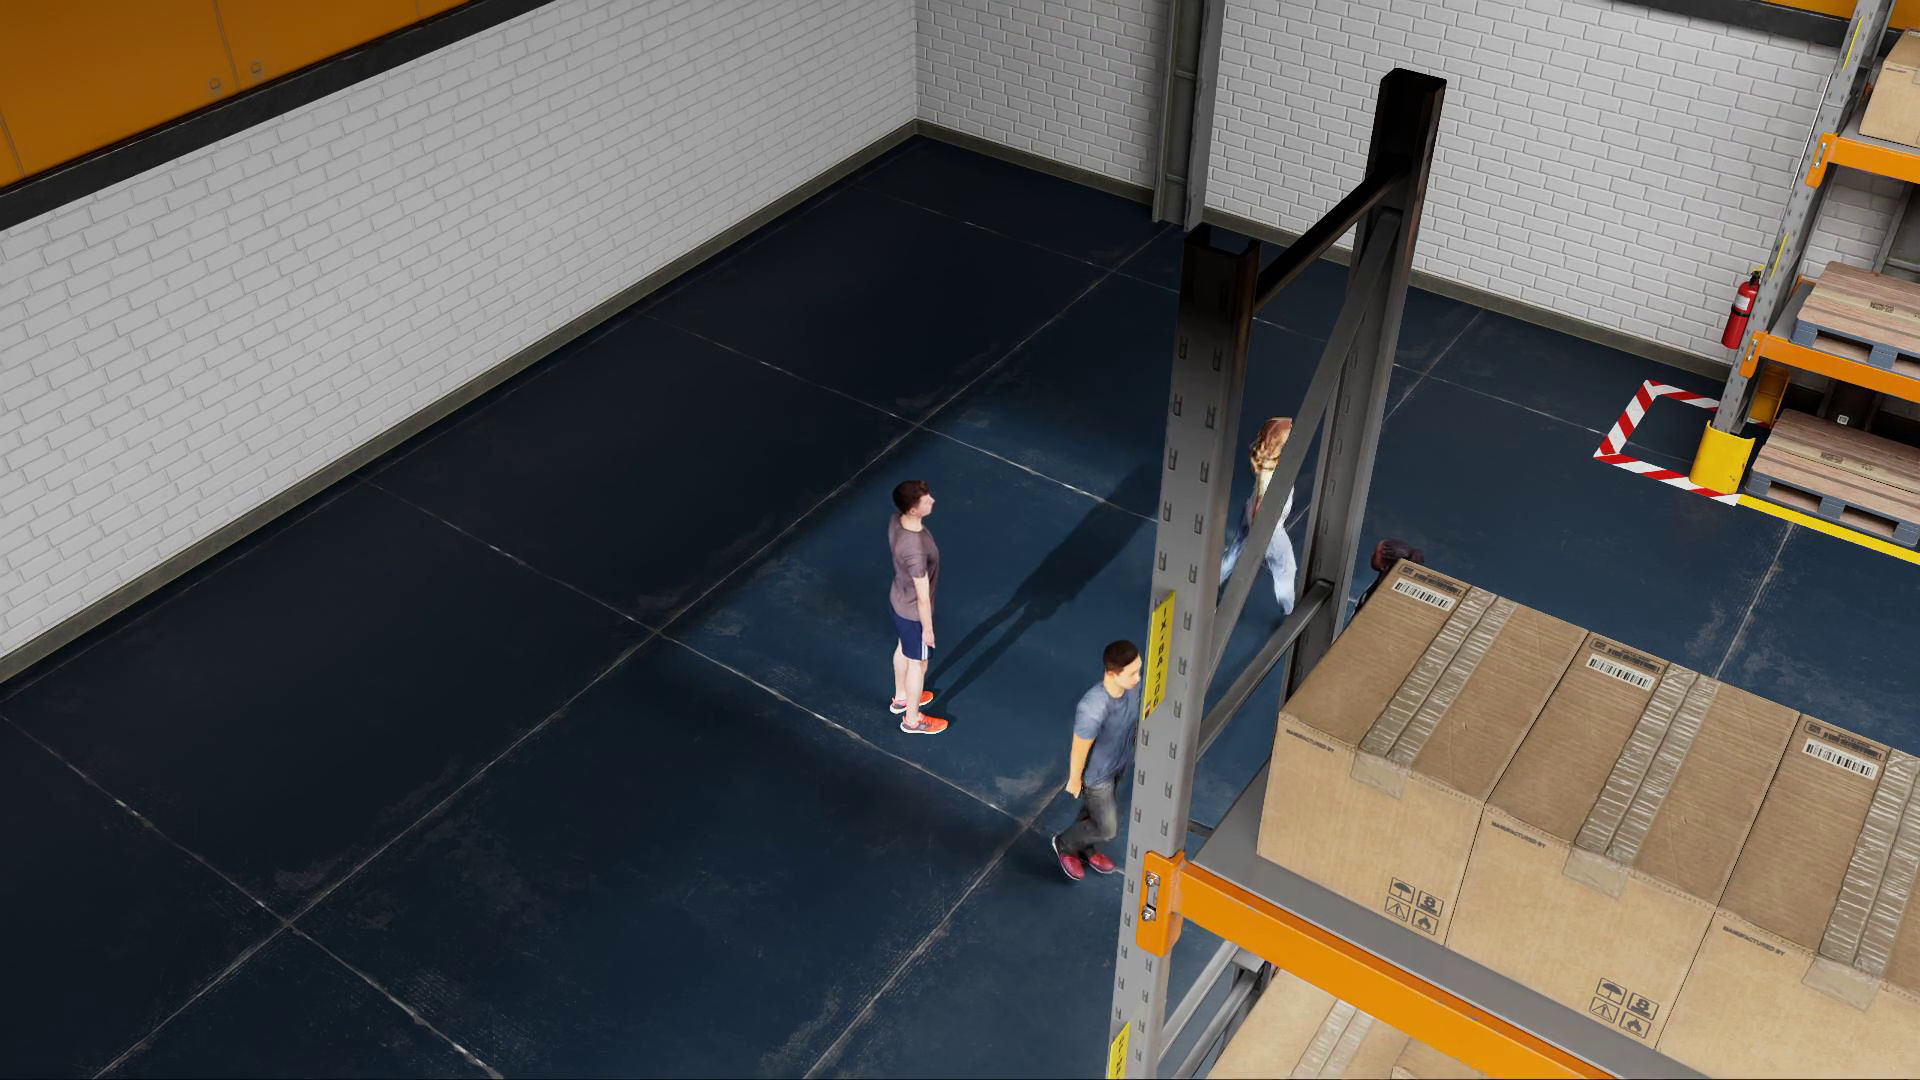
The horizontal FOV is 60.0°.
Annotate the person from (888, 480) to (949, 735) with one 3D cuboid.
[{"bbox_3d":[-0.287,0.396,10.055,0.794,1.851,0.699,-11,40,-13],"label":"person"}]

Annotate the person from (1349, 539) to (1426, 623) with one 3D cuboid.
[{"bbox_3d":[2.424,0.675,9.805,0.592,1.728,0.624,20,43,23],"label":"person"}]

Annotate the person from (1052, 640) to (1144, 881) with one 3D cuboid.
[{"bbox_3d":[0.698,1.179,9.121,0.637,1.794,0.635,23,44,27],"label":"person"}]
